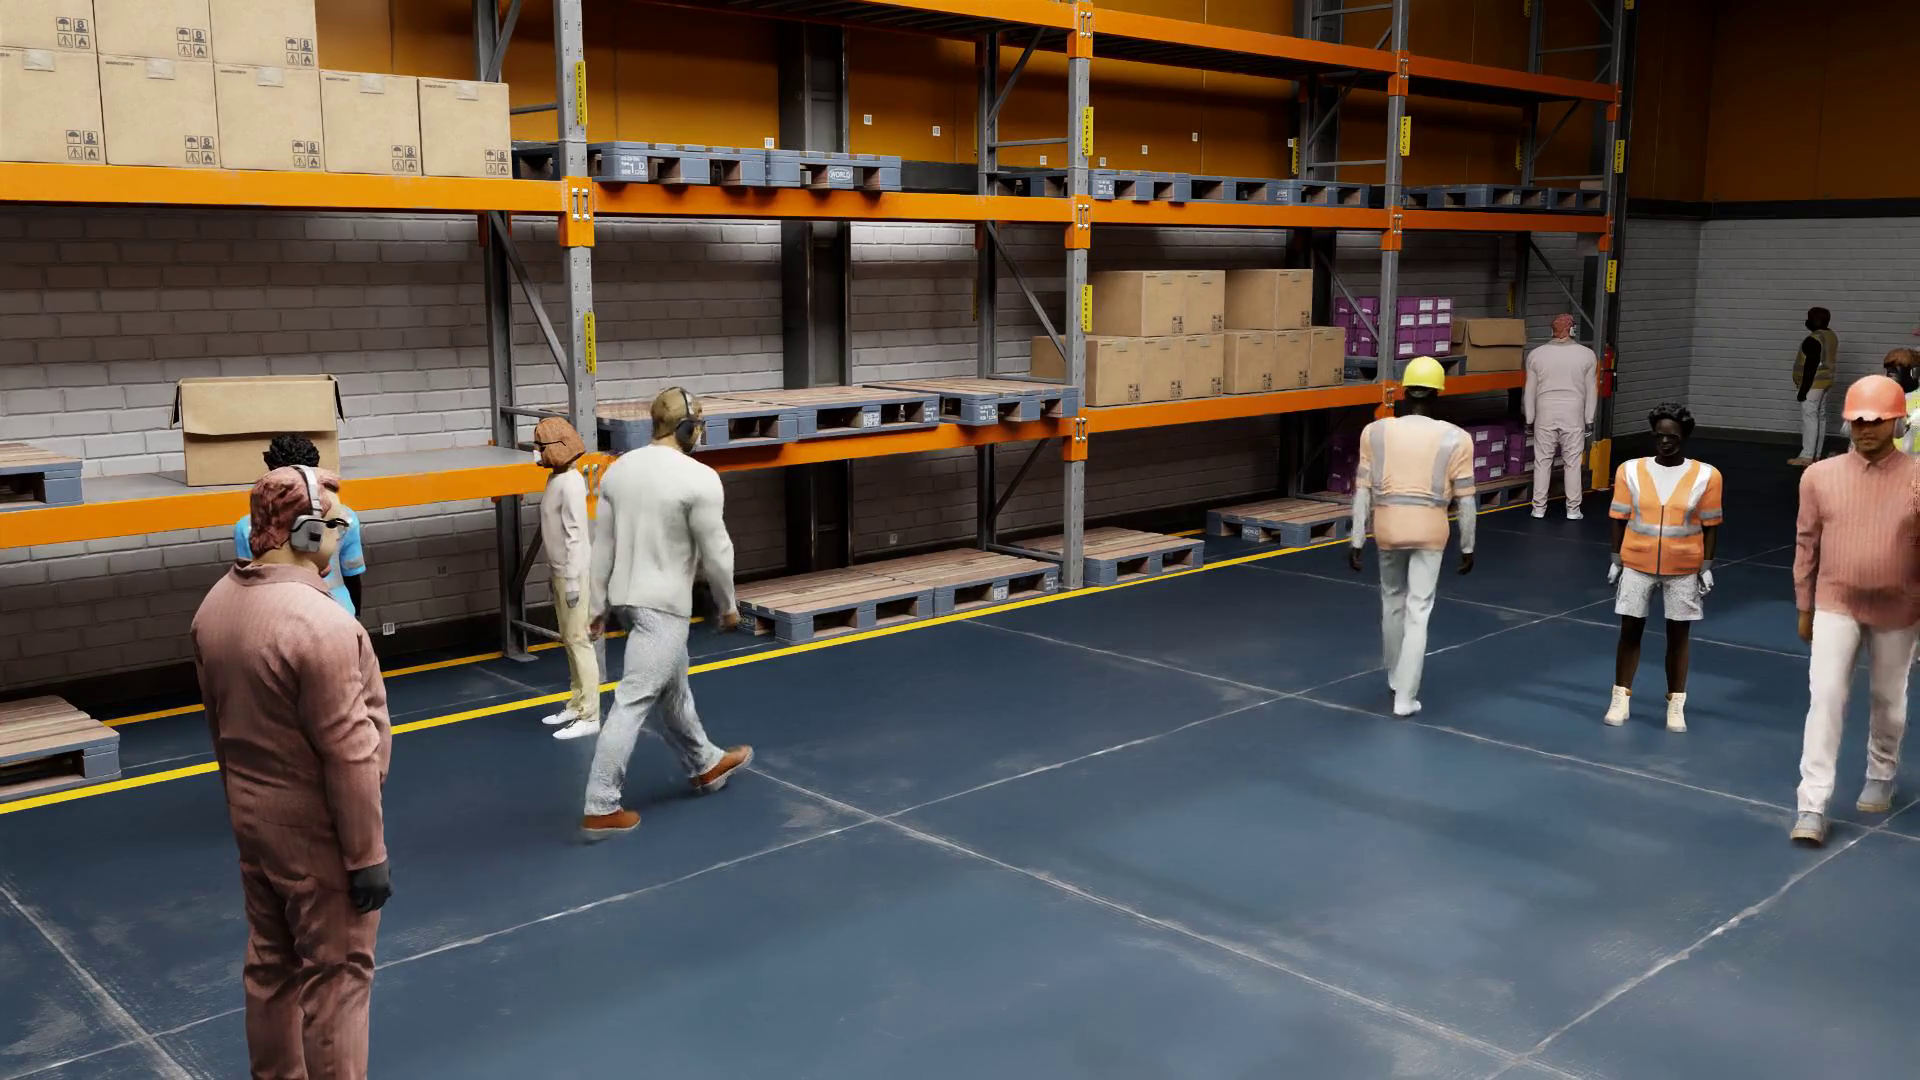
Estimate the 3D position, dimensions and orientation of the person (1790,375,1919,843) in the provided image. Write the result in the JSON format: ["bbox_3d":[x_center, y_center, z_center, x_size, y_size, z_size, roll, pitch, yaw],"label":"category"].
[{"bbox_3d":[3.839,0.273,7.037,0.608,1.946,1.030,7,12,34],"label":"person"}]

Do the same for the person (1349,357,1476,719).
[{"bbox_3d":[2.463,-0.034,8.963,0.626,1.889,0.879,5,11,26],"label":"person"}]

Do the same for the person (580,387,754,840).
[{"bbox_3d":[-1.254,0.288,7.137,0.619,1.867,1.085,9,13,41],"label":"person"}]

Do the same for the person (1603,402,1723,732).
[{"bbox_3d":[3.596,0.140,8.527,0.537,1.695,0.320,5,11,28],"label":"person"}]

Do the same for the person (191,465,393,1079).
[{"bbox_3d":[-1.687,0.750,4.358,0.639,1.903,0.409,7,12,37],"label":"person"}]

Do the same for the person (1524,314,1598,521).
[{"bbox_3d":[5.530,-1.124,15.334,0.636,1.903,0.405,4,11,23],"label":"person"}]

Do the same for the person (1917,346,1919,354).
[{"bbox_3d":[9.967,-1.427,17.273,0.619,1.851,0.521,5,11,26],"label":"person"}]

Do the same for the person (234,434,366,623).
[{"bbox_3d":[-2.753,0.402,6.988,0.538,1.695,0.320,-9,13,-41],"label":"person"}]

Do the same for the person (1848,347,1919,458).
[{"bbox_3d":[6.303,-0.383,11.213,0.516,1.828,0.630,-5,11,-26],"label":"person"}]

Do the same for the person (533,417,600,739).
[{"bbox_3d":[-2.003,0.188,8.457,0.278,1.628,0.499,-4,10,-21],"label":"person"}]

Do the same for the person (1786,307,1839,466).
[{"bbox_3d":[9.918,-1.783,19.355,0.625,1.845,0.429,-9,13,-43],"label":"person"}]

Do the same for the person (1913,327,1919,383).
[{"bbox_3d":[7.880,-0.865,13.578,1.024,1.985,0.624,0,10,-3],"label":"person"}]
